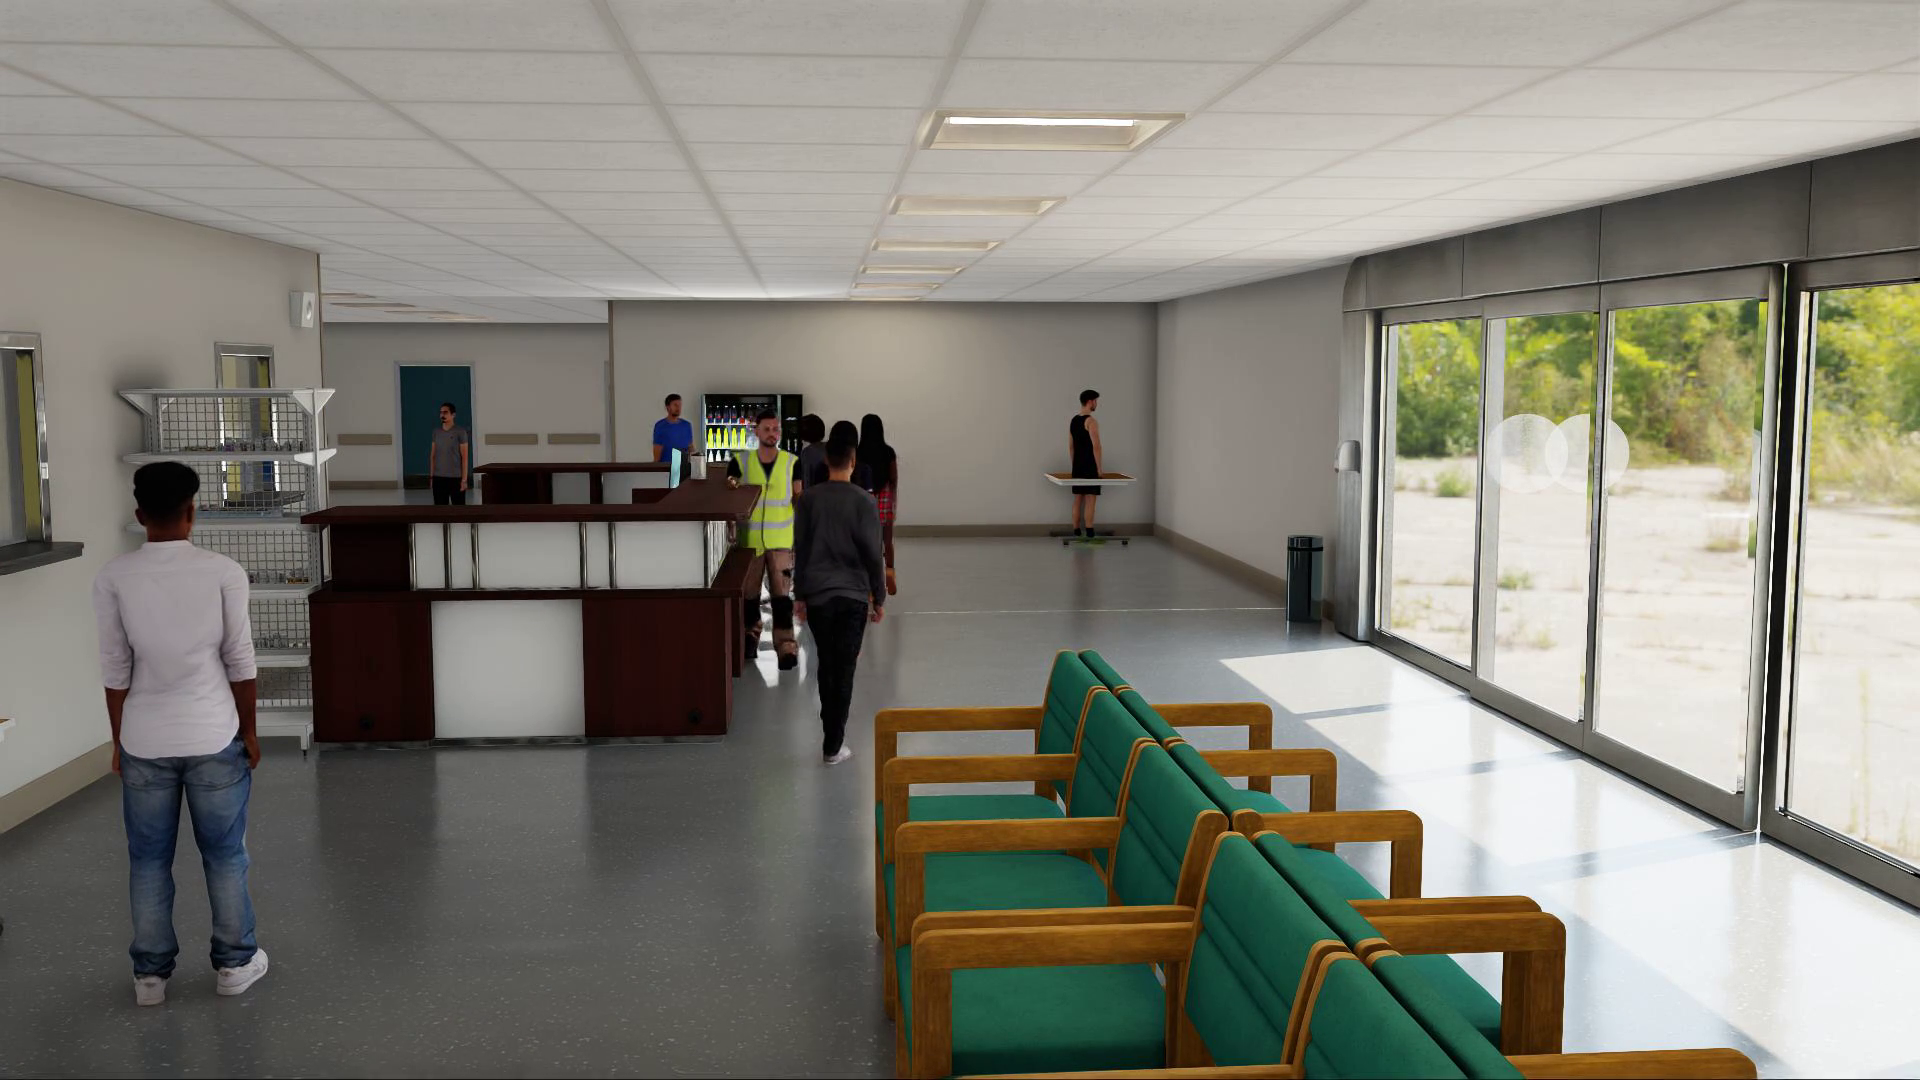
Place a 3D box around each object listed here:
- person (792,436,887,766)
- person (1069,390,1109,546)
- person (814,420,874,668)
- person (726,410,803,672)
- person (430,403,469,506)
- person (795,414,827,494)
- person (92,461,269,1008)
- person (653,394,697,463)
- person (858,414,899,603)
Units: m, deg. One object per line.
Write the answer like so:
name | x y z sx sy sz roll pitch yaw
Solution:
person | -0.678 0.333 8.878 0.838 1.744 0.828 1 6 12
person | 1.546 -0.902 20.417 0.781 1.891 0.775 -4 7 -37
person | -0.806 0.064 11.494 0.764 1.754 0.694 0 6 3
person | -1.406 0.017 11.762 1.121 1.795 0.837 -1 6 -11
person | -5.911 -0.717 19.257 0.576 1.755 0.725 1 6 11
person | -1.268 -0.332 15.771 1.044 1.686 0.993 -3 7 -31
person | -2.618 0.634 5.580 0.577 1.804 0.740 -2 6 -15
person | -3.233 -0.694 18.609 1.059 1.839 1.008 -4 7 -36
person | -0.769 -0.270 15.021 0.807 1.712 0.739 -2 6 -16
